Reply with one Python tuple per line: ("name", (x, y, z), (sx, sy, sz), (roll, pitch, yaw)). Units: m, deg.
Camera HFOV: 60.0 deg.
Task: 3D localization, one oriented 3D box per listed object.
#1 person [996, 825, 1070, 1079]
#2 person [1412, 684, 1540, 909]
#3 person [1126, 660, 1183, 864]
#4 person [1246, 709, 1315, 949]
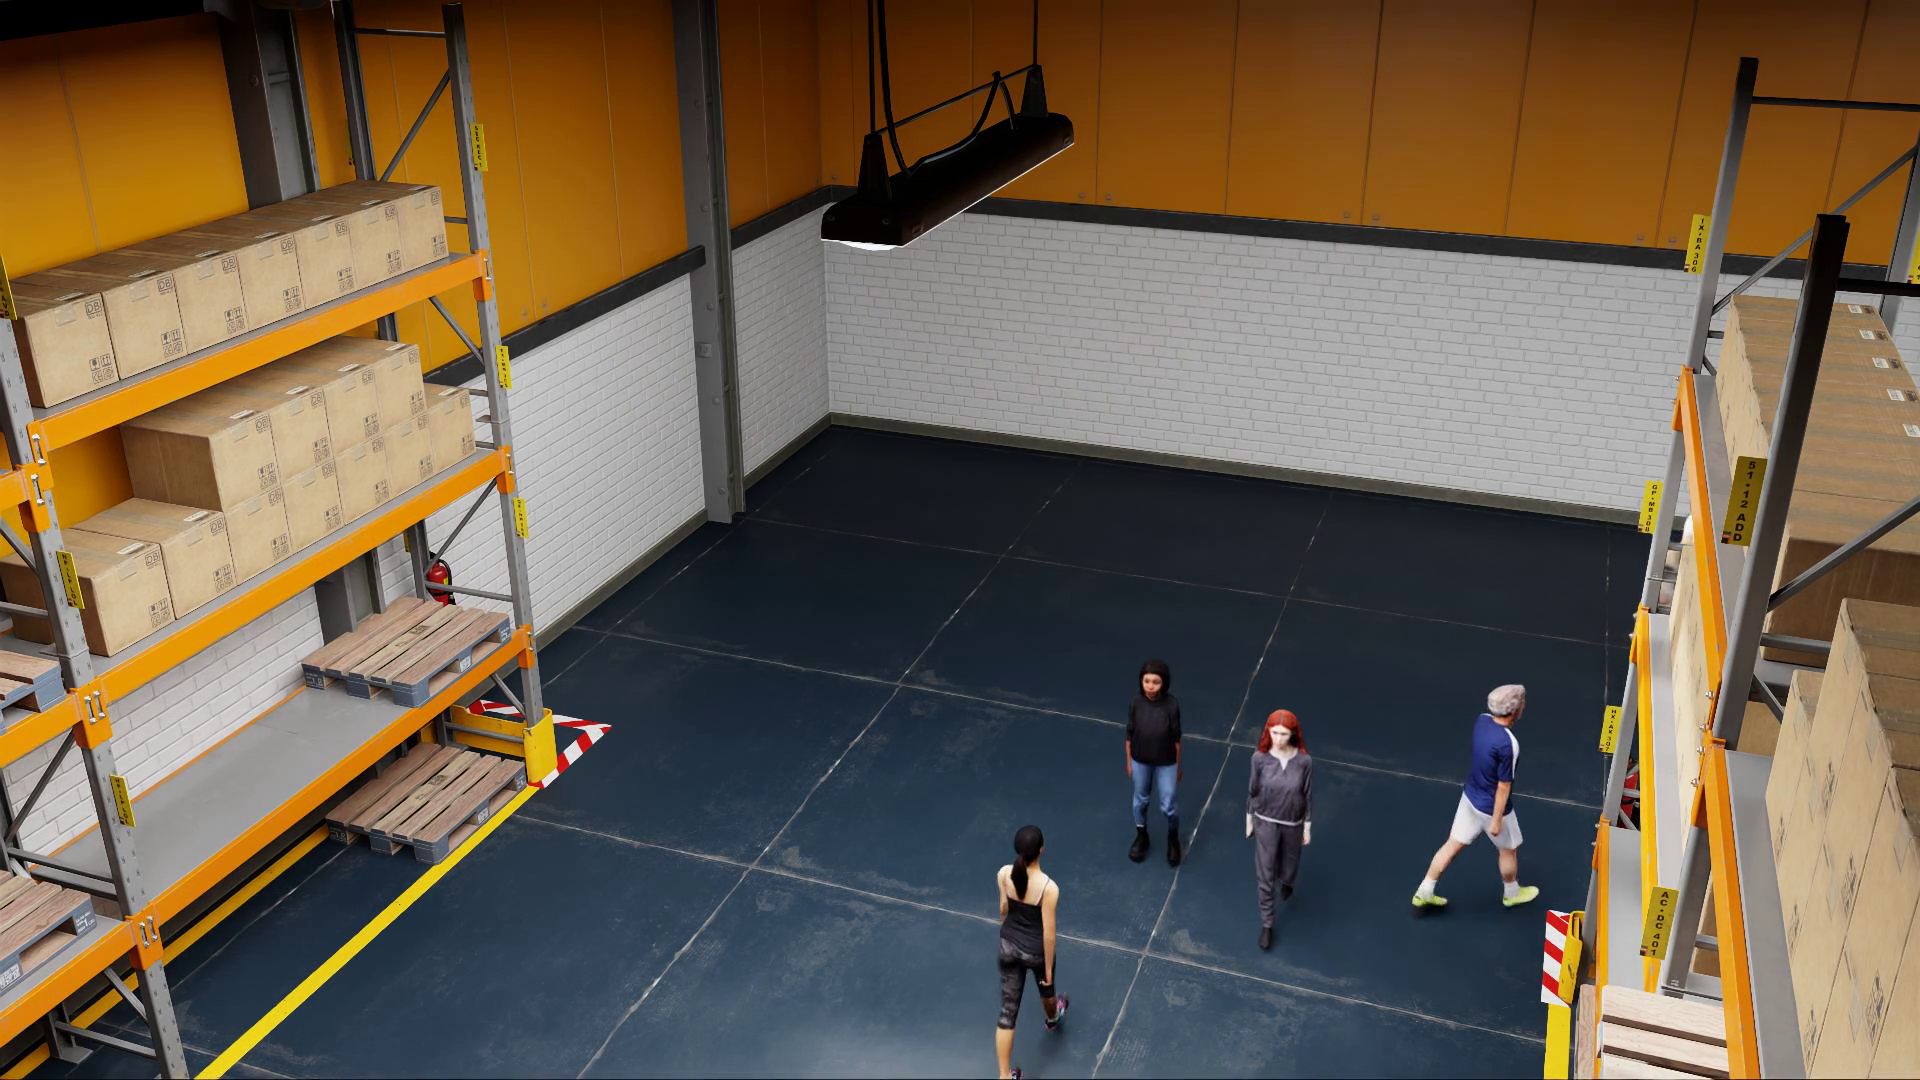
("person", (0.344, 2.552, 9.989), (0.638, 1.677, 1.156), (11, 26, 24))
("person", (3.562, 1.829, 11.495), (1.191, 1.795, 1.214), (-7, 25, -16))
("person", (1.422, 1.614, 12.131), (0.622, 1.680, 0.633), (5, 24, 12))
("person", (2.185, 1.910, 11.355), (0.656, 1.758, 0.885), (5, 24, 12))
